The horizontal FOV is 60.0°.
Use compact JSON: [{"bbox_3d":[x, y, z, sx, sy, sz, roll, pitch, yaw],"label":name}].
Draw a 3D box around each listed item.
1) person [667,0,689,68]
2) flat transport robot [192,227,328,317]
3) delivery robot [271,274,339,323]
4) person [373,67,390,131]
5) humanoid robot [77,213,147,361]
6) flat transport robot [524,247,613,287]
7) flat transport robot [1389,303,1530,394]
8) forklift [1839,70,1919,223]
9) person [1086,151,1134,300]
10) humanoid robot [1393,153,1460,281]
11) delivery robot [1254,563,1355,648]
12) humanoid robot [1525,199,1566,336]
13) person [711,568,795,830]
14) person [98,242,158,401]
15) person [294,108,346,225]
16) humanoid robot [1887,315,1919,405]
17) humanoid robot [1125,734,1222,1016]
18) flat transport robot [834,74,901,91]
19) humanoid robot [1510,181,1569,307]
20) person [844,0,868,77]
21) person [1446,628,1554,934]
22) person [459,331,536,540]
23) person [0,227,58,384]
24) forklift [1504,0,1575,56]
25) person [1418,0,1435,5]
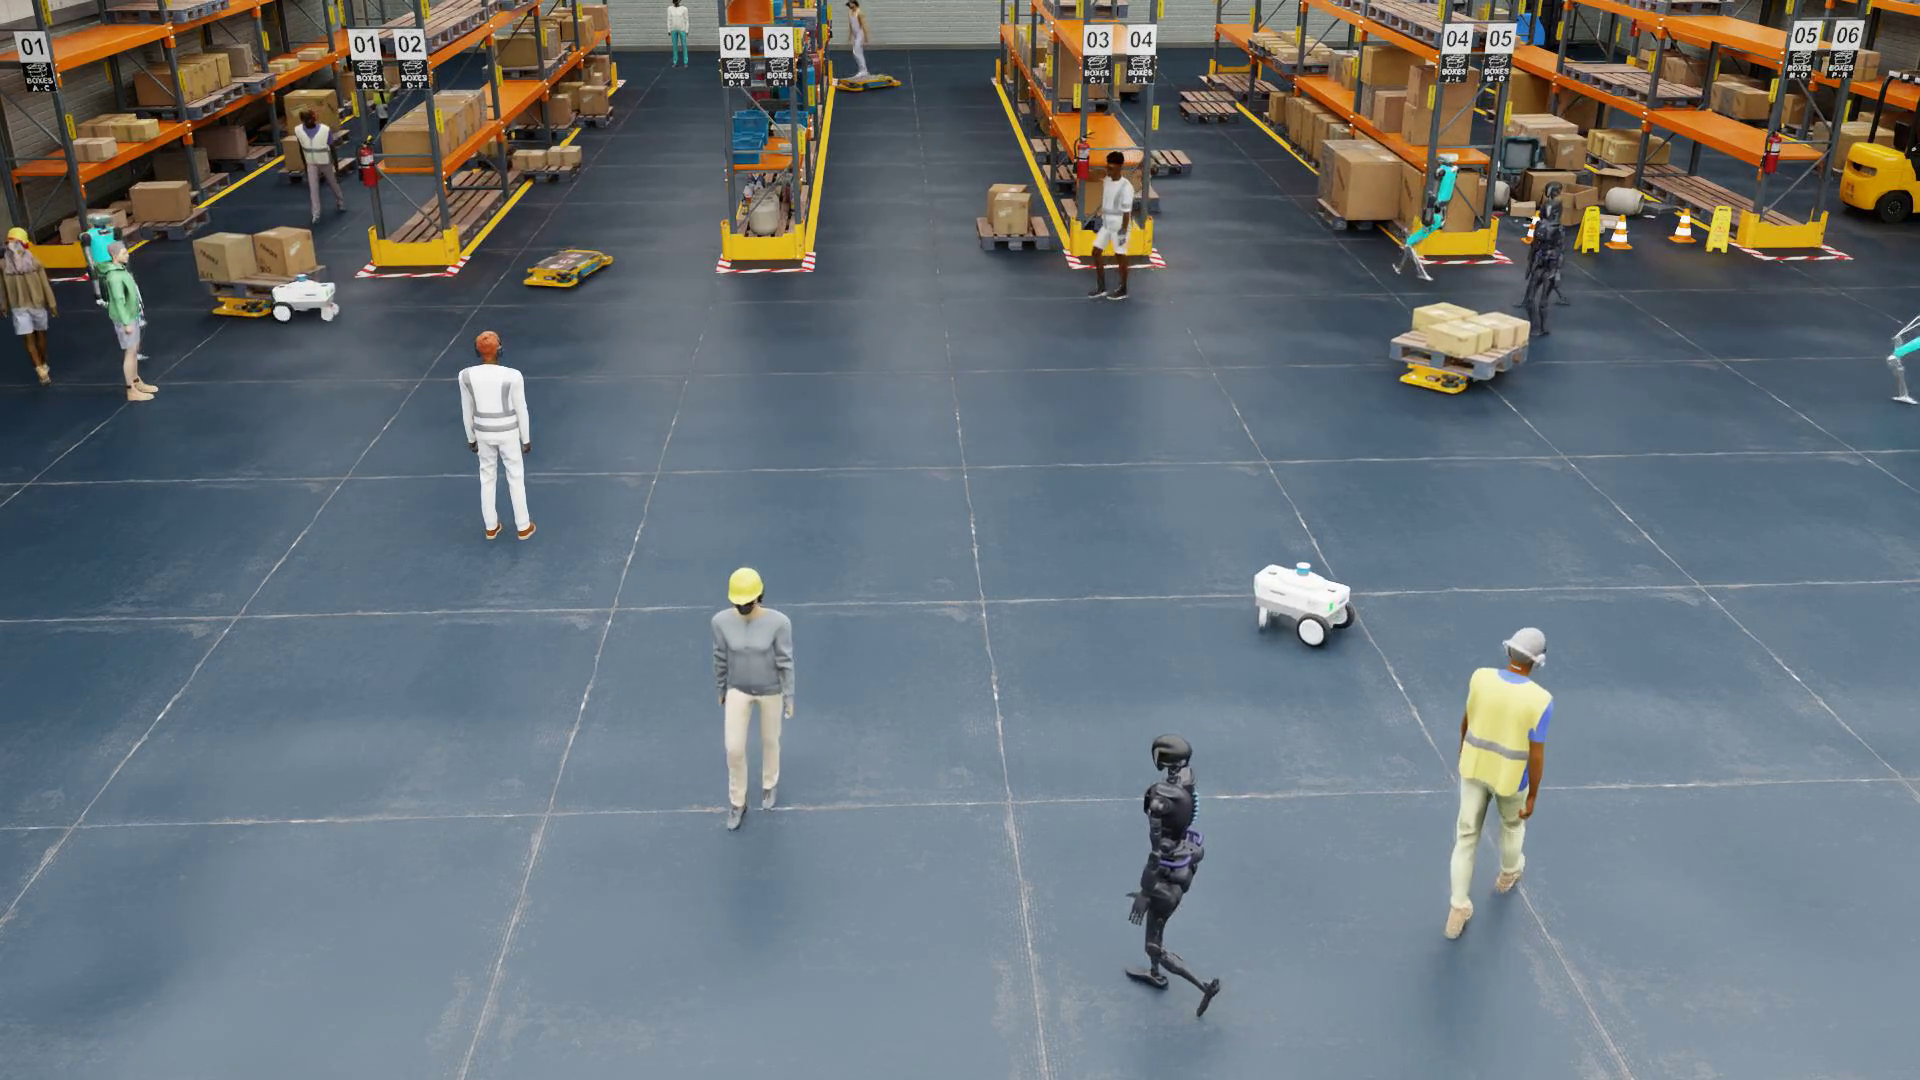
[{"bbox_3d":[-6.872,-12.427,40.555,0.529,1.768,0.310,2,24,5],"label":"person"},{"bbox_3d":[-8.982,-3.179,21.616,0.659,0.231,1.431,6,25,13],"label":"flat transport robot"},{"bbox_3d":[-8.278,-3.039,20.968,0.812,0.609,0.499,-2,24,-4],"label":"delivery robot"},{"bbox_3d":[-10.800,-8.184,31.103,0.318,1.696,0.534,-9,26,-20],"label":"person"},{"bbox_3d":[-9.558,-2.828,19.035,0.893,1.771,0.560,10,26,22],"label":"humanoid robot"},{"bbox_3d":[-5.387,-3.756,22.911,0.659,0.231,1.431,6,25,12],"label":"flat transport robot"},{"bbox_3d":[5.646,-1.970,18.898,0.659,0.231,1.431,20,31,38],"label":"flat transport robot"},{"bbox_3d":[15.132,-6.143,25.915,2.313,2.155,1.214,-1,24,-2],"label":"forklift"},{"bbox_3d":[1.927,-4.038,21.481,0.701,1.941,0.639,-14,27,-28],"label":"person"},{"bbox_3d":[6.232,-4.360,22.555,0.871,1.846,0.553,21,31,39],"label":"humanoid robot"},{"bbox_3d":[2.688,0.475,13.046,0.761,0.589,0.524,18,30,34],"label":"delivery robot"},{"bbox_3d":[7.104,-3.299,20.154,0.306,1.651,0.609,-10,26,-21],"label":"humanoid robot"},{"bbox_3d":[-1.293,0.993,10.430,0.526,1.746,0.662,0,24,0],"label":"person"},{"bbox_3d":[-9.019,-2.369,18.002,0.315,1.734,0.478,-7,25,-15],"label":"person"},{"bbox_3d":[-9.940,-5.873,25.861,0.590,1.748,1.130,-2,24,-4],"label":"person"},{"bbox_3d":[10.301,-2.305,17.811,0.744,1.744,0.538,9,26,20],"label":"humanoid robot"},{"bbox_3d":[1.166,1.748,8.816,0.586,1.634,0.611,12,27,25],"label":"humanoid robot"},{"bbox_3d":[-2.097,-10.405,37.852,1.431,0.231,0.659,-20,31,-37],"label":"flat transport robot"},{"bbox_3d":[7.541,-3.781,21.298,0.781,1.630,0.602,0,24,1],"label":"humanoid robot"},{"bbox_3d":[-2.398,-11.814,39.124,0.501,1.811,0.611,-13,27,-27],"label":"person"},{"bbox_3d":[3.116,1.314,9.587,0.540,1.847,0.959,15,28,30],"label":"person"},{"bbox_3d":[-4.035,-0.901,14.528,0.571,1.877,0.349,1,24,2],"label":"person"},{"bbox_3d":[-10.400,-2.609,18.549,0.562,1.727,0.835,-12,27,-26],"label":"person"},{"bbox_3d":[14.700,-13.805,42.301,1.873,2.768,1.129,-1,24,-2],"label":"forklift"},{"bbox_3d":[11.733,-13.062,41.941,0.380,1.796,0.609,-14,28,-28],"label":"person"}]
